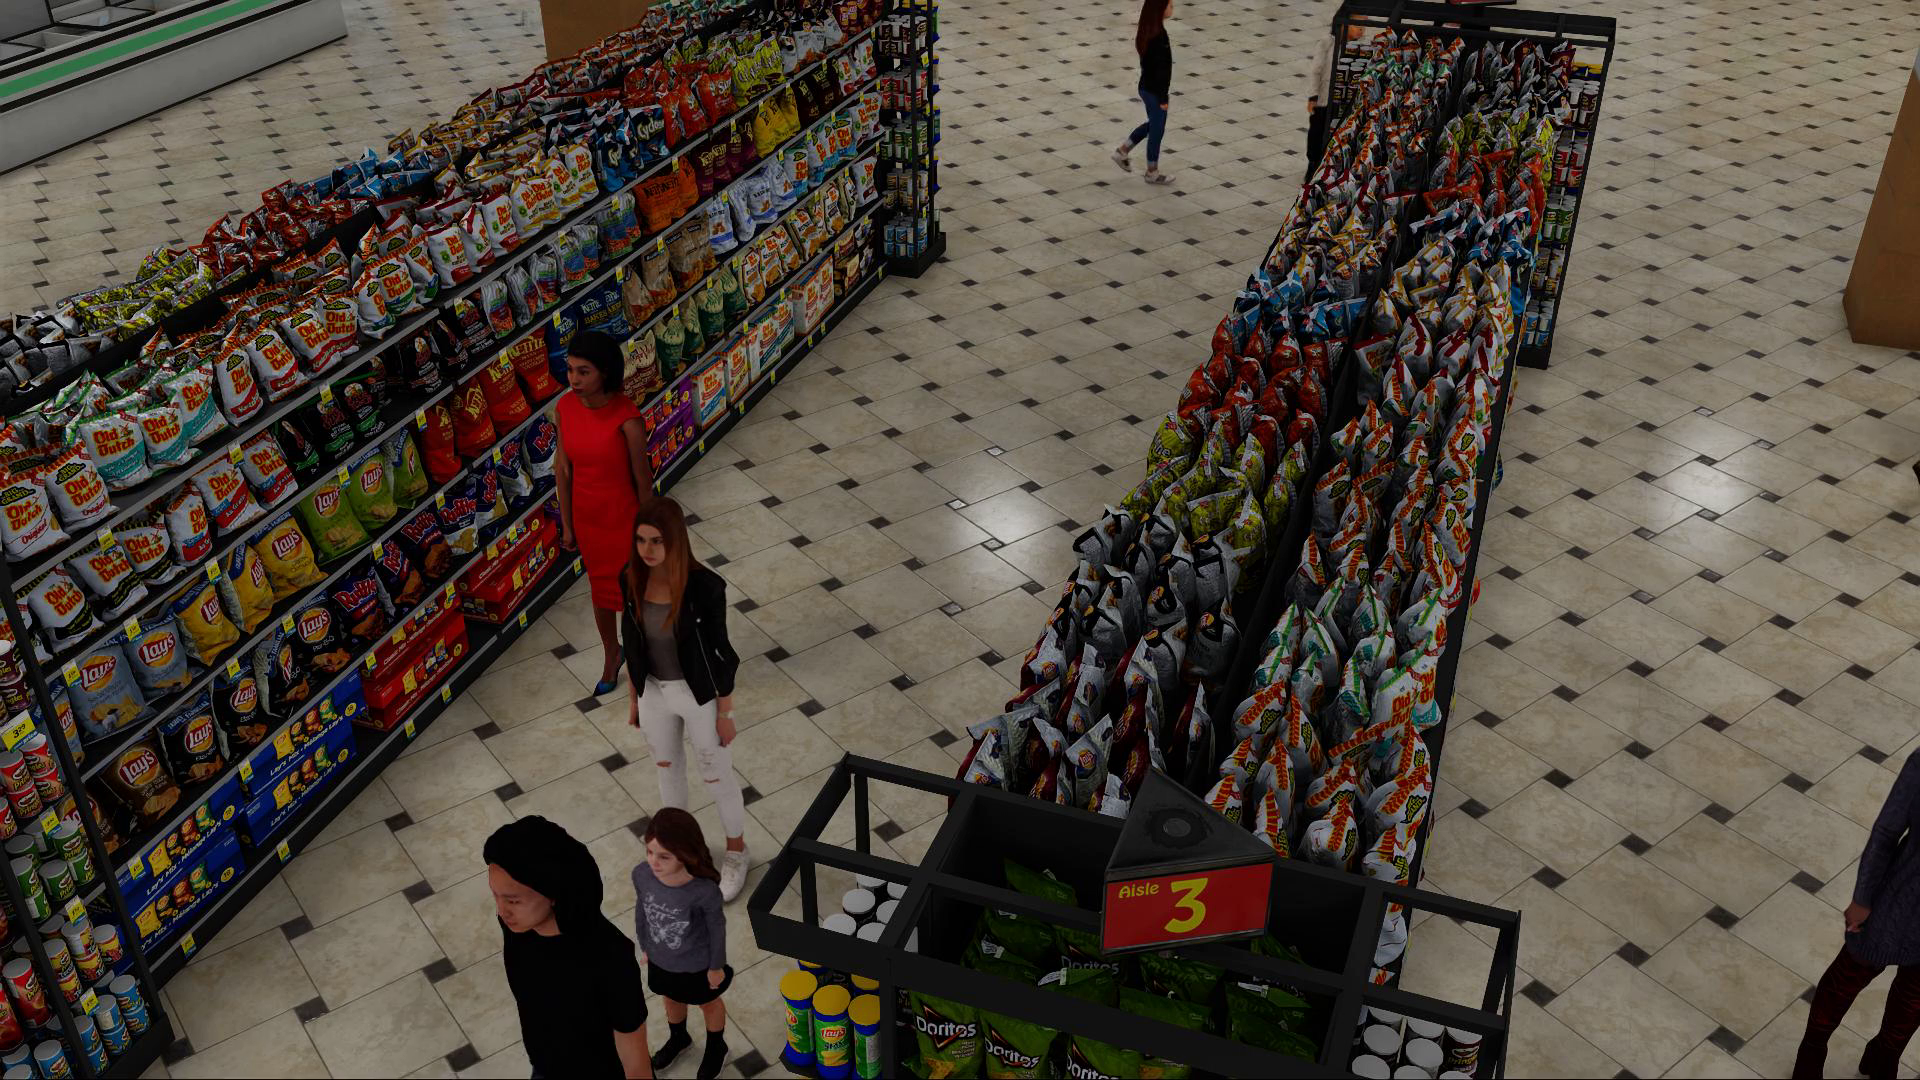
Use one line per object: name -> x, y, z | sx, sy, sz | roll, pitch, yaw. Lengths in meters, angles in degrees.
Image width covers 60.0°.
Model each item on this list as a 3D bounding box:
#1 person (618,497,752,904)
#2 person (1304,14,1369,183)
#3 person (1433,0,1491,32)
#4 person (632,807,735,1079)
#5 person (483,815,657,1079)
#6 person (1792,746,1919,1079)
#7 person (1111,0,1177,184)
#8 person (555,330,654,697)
person -> -0.996, 0.566, 6.014 | 0.571, 1.697, 0.508 | 11, 34, 17
person -> 2.784, -3.322, 12.533 | 0.744, 1.411, 1.019 | 4, 32, 6
person -> 3.736, -3.476, 12.587 | 0.780, 1.615, 0.762 | -26, 40, -35
person -> -0.894, 1.304, 5.388 | 0.466, 1.106, 0.438 | 12, 34, 18
person -> -0.937, 1.410, 4.565 | 0.812, 1.795, 1.228 | 16, 35, 24
person -> 2.965, 1.110, 5.127 | 0.609, 1.710, 0.560 | 6, 32, 9
person -> 1.411, -3.424, 12.639 | 0.803, 1.472, 0.777 | -5, 32, -8
person -> -1.457, -0.070, 6.992 | 0.569, 1.744, 0.479 | 10, 33, 16
